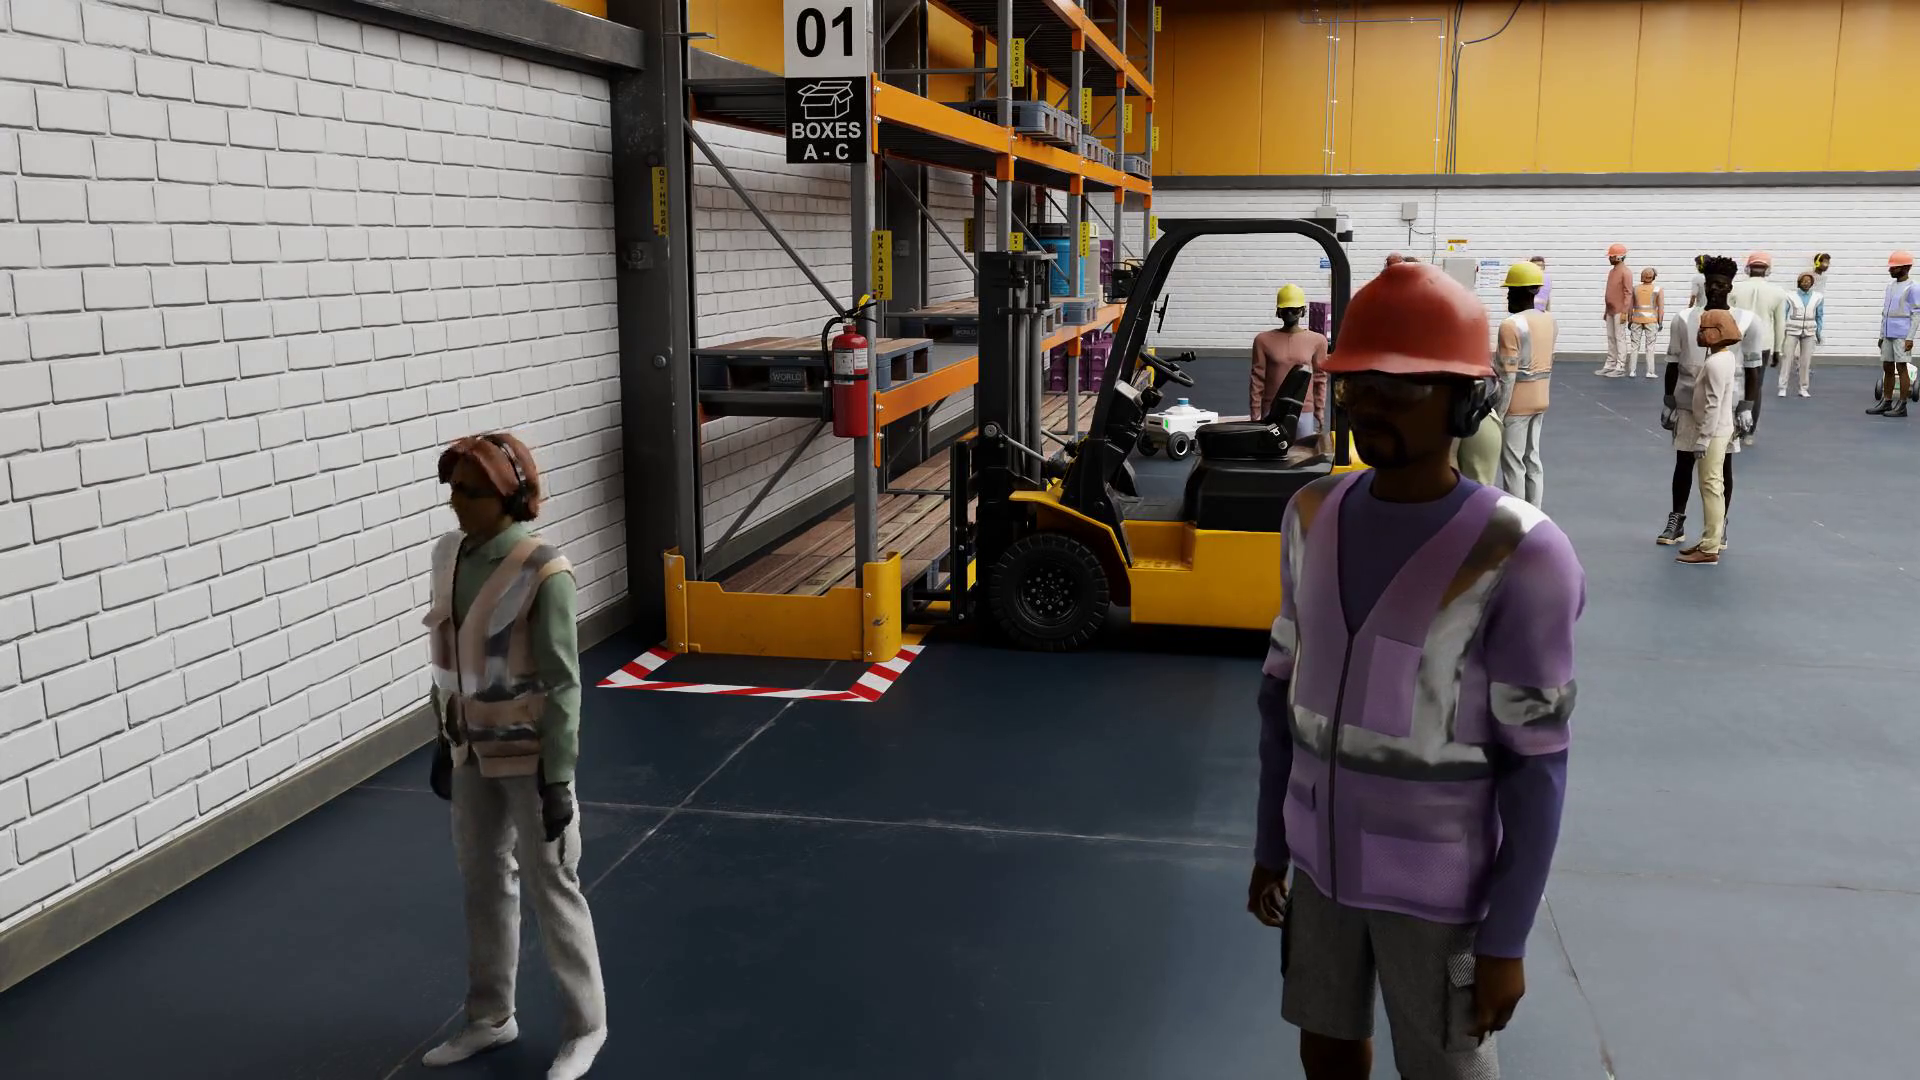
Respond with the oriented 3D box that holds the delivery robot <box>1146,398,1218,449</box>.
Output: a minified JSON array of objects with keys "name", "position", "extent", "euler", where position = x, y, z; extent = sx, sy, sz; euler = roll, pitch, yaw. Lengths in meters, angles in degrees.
[{"name":"delivery robot","position":[2.116,-1.105,15.820],"extent":[0.707,0.478,0.477],"euler":[-7,12,-34]}]

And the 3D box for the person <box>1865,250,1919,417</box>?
[{"name":"person","position":[10.898,-2.398,19.379],"extent":[0.371,1.933,0.551],"euler":[-1,10,-7]}]

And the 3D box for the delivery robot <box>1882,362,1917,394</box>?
[{"name":"delivery robot","position":[12.108,-2.124,21.407],"extent":[0.477,0.478,0.707],"euler":[6,12,32]}]

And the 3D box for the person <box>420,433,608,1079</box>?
[{"name":"person","position":[-1.111,0.548,4.116],"extent":[0.555,1.633,0.347],"euler":[8,13,37]}]

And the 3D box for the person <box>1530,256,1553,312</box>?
[{"name":"person","position":[8.159,-3.119,23.677],"extent":[0.589,1.814,0.802],"euler":[0,10,1]}]

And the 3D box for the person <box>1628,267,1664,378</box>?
[{"name":"person","position":[10.169,-3.218,24.688],"extent":[0.521,1.639,0.311],"euler":[8,13,39]}]

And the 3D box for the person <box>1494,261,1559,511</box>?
[{"name":"person","position":[3.761,-0.901,11.198],"extent":[0.587,1.928,0.363],"euler":[-9,14,-41]}]

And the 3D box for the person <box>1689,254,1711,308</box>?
[{"name":"person","position":[11.117,-3.321,24.803],"extent":[0.526,1.831,0.402],"euler":[-1,10,-5]}]

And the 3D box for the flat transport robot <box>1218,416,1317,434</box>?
[{"name":"flat transport robot","position":[2.870,-1.136,17.030],"extent":[1.431,0.197,0.652],"euler":[-5,11,-23]}]

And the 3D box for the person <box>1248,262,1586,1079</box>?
[{"name":"person","position":[0.730,0.560,2.862],"extent":[0.367,2.048,0.607],"euler":[-8,13,-36]}]

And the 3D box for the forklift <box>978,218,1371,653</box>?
[{"name":"forklift","position":[1.285,-0.567,8.635],"extent":[2.313,2.155,1.214],"euler":[2,11,11]}]

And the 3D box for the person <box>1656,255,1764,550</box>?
[{"name":"person","position":[5.036,-0.912,11.193],"extent":[0.622,1.968,0.421],"euler":[8,13,36]}]

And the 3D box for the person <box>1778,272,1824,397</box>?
[{"name":"person","position":[10.991,-2.682,21.755],"extent":[0.523,1.636,0.310],"euler":[2,11,13]}]

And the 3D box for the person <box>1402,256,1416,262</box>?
[{"name":"person","position":[6.837,-3.390,25.171],"extent":[0.622,1.810,0.859],"euler":[-5,12,-27]}]

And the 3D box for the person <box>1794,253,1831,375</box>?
[{"name":"person","position":[12.991,-3.440,25.338],"extent":[0.547,1.848,0.412],"euler":[-5,11,-24]}]

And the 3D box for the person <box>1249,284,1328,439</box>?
[{"name":"person","position":[2.279,-0.889,11.575],"extent":[0.533,1.768,0.310],"euler":[1,10,8]}]

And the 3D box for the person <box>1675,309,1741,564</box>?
[{"name":"person","position":[4.808,-0.659,10.676],"extent":[0.280,1.633,0.500],"euler":[6,12,29]}]

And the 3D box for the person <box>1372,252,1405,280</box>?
[{"name":"person","position":[5.259,-2.540,20.246],"extent":[0.652,1.904,0.402],"euler":[2,11,11]}]

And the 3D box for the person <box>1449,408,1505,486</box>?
[{"name":"person","position":[1.776,0.045,6.315],"extent":[0.404,1.823,0.591],"euler":[-4,11,-22]}]

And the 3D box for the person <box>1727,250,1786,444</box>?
[{"name":"person","position":[8.086,-1.983,17.039],"extent":[0.649,1.948,0.868],"euler":[4,11,19]}]

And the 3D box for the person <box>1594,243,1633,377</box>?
[{"name":"person","position":[9.824,-3.435,24.913],"extent":[0.392,1.990,0.612],"euler":[-1,10,-4]}]
